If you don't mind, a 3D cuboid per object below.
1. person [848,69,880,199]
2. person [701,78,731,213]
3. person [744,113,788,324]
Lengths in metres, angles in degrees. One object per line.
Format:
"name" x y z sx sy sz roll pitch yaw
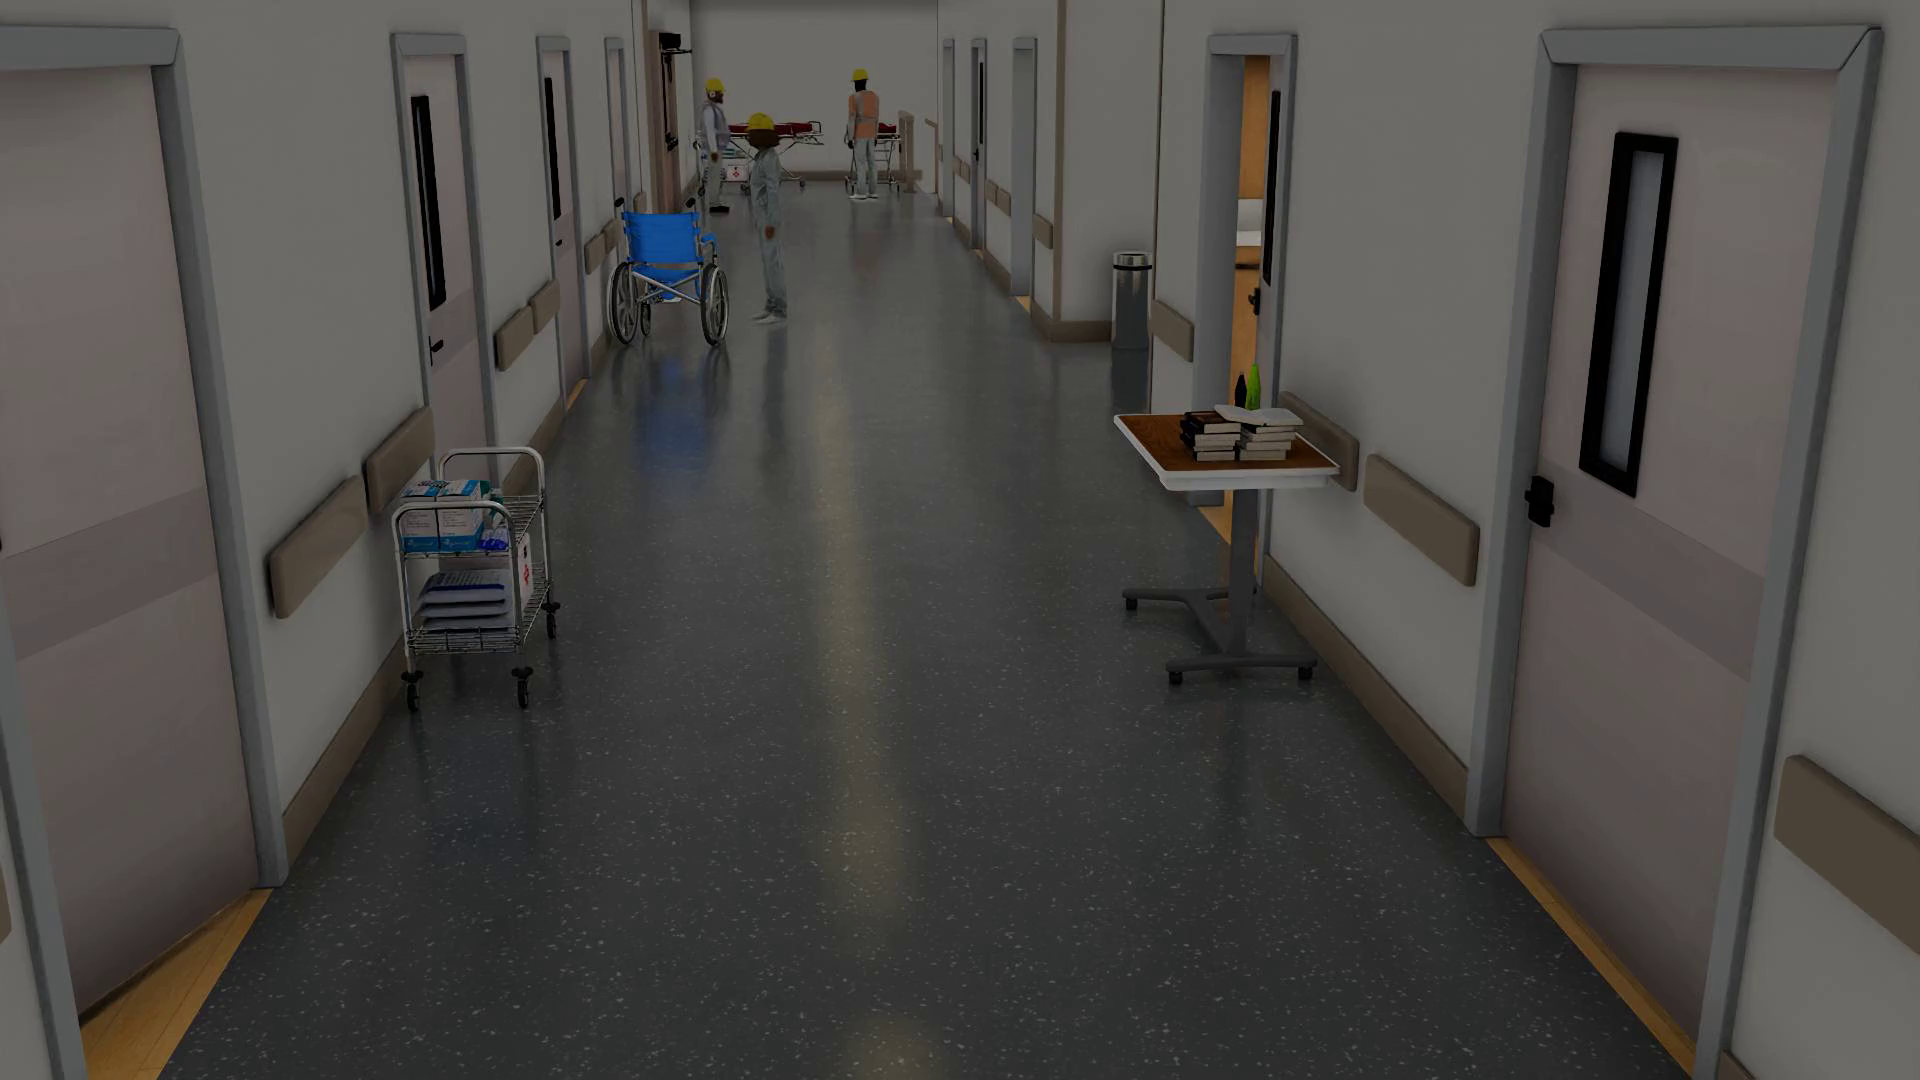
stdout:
"person" -1.470 -6.116 25.103 0.399 1.920 0.587 15 22 40
"person" -3.377 -5.450 23.062 0.403 1.826 0.622 -1 17 -2
"person" -1.633 -2.687 13.949 0.309 1.742 0.491 -4 17 -14
